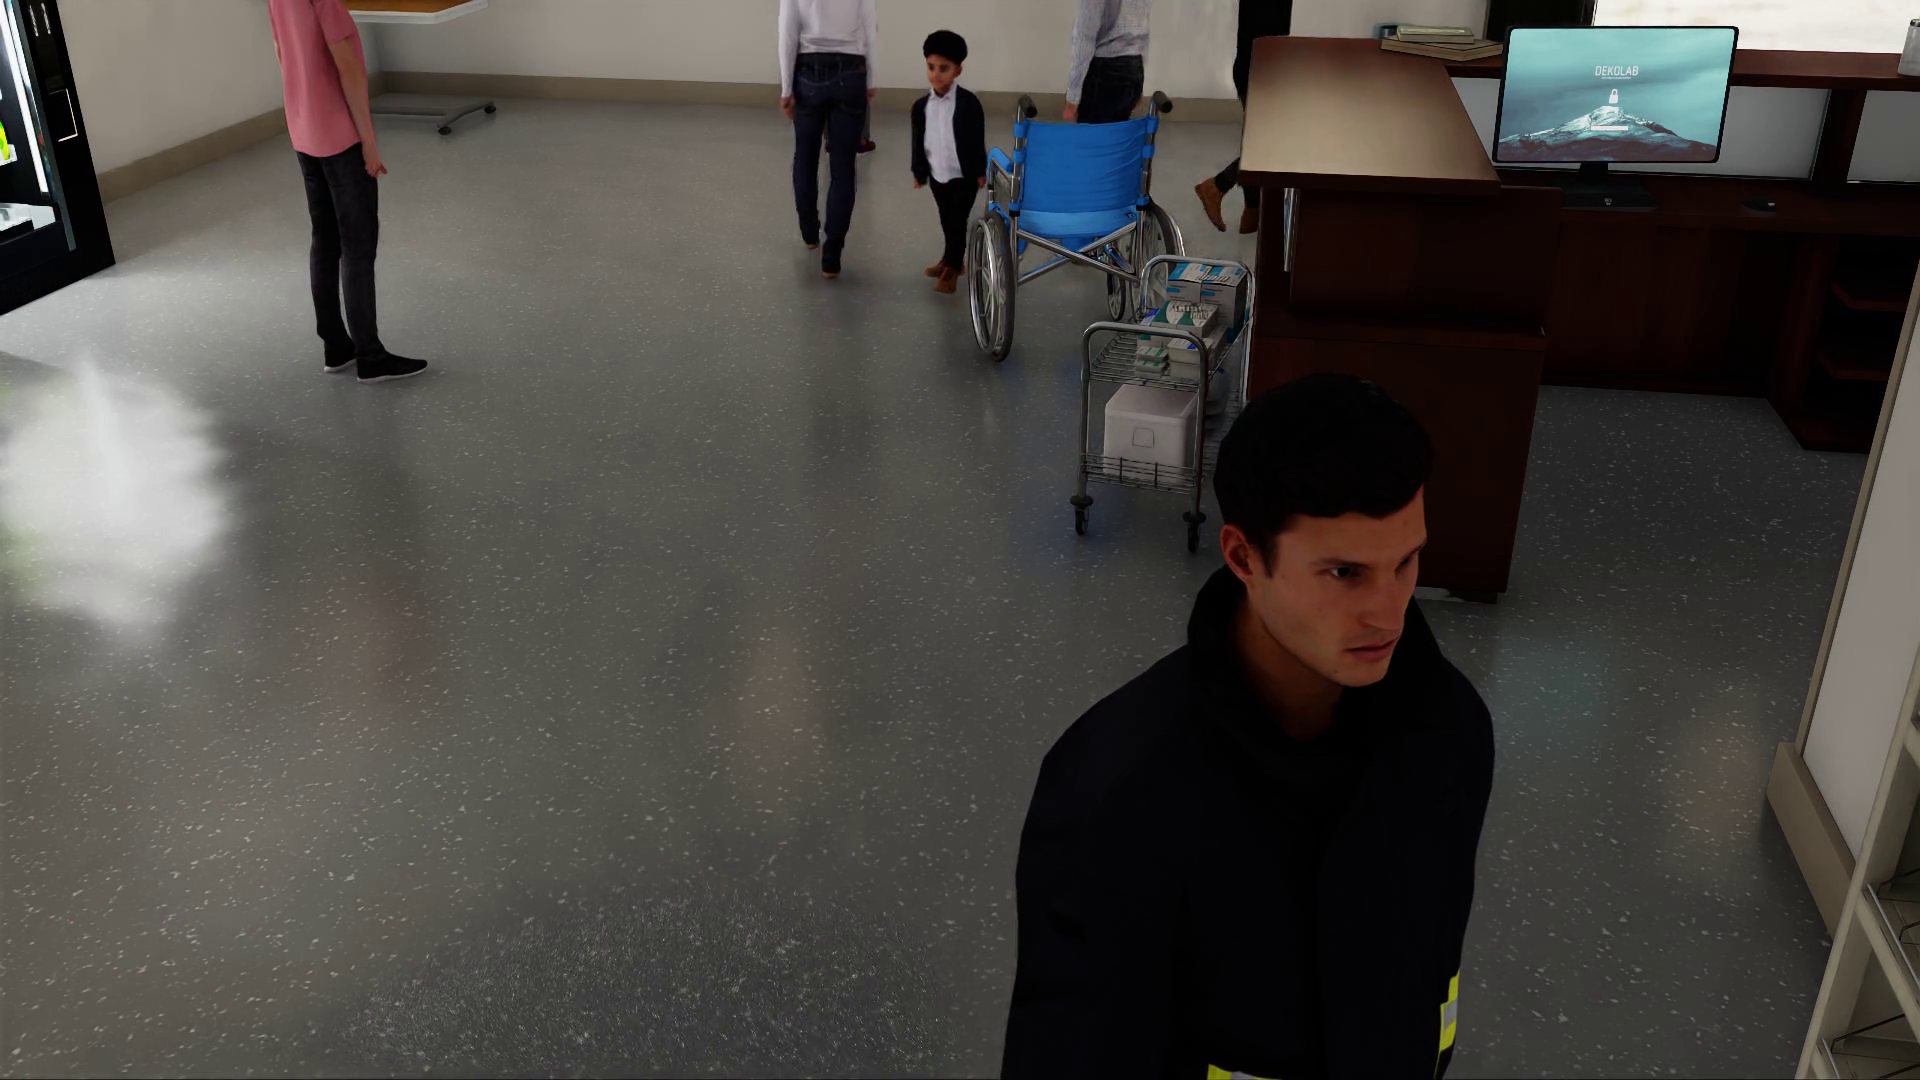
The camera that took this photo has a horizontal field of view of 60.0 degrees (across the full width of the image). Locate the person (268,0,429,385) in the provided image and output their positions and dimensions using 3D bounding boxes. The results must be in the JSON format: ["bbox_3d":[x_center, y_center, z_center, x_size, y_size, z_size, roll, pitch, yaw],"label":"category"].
[{"bbox_3d":[-2.528,-1.609,6.658,0.716,1.959,0.715,20,32,35],"label":"person"}]

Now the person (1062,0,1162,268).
[{"bbox_3d":[0.787,-2.168,7.997,0.885,1.802,0.842,19,31,34],"label":"person"}]

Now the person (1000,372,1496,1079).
[{"bbox_3d":[0.312,0.694,1.920,0.896,1.925,0.930,-14,29,-27],"label":"person"}]

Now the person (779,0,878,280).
[{"bbox_3d":[-0.617,-2.155,7.923,0.749,1.844,1.085,-2,26,-4],"label":"person"}]

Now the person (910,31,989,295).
[{"bbox_3d":[-0.023,-1.781,7.847,0.624,1.196,0.786,13,29,25],"label":"person"}]

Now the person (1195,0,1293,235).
[{"bbox_3d":[1.499,-2.415,8.610,0.763,1.715,0.744,2,26,3],"label":"person"}]
